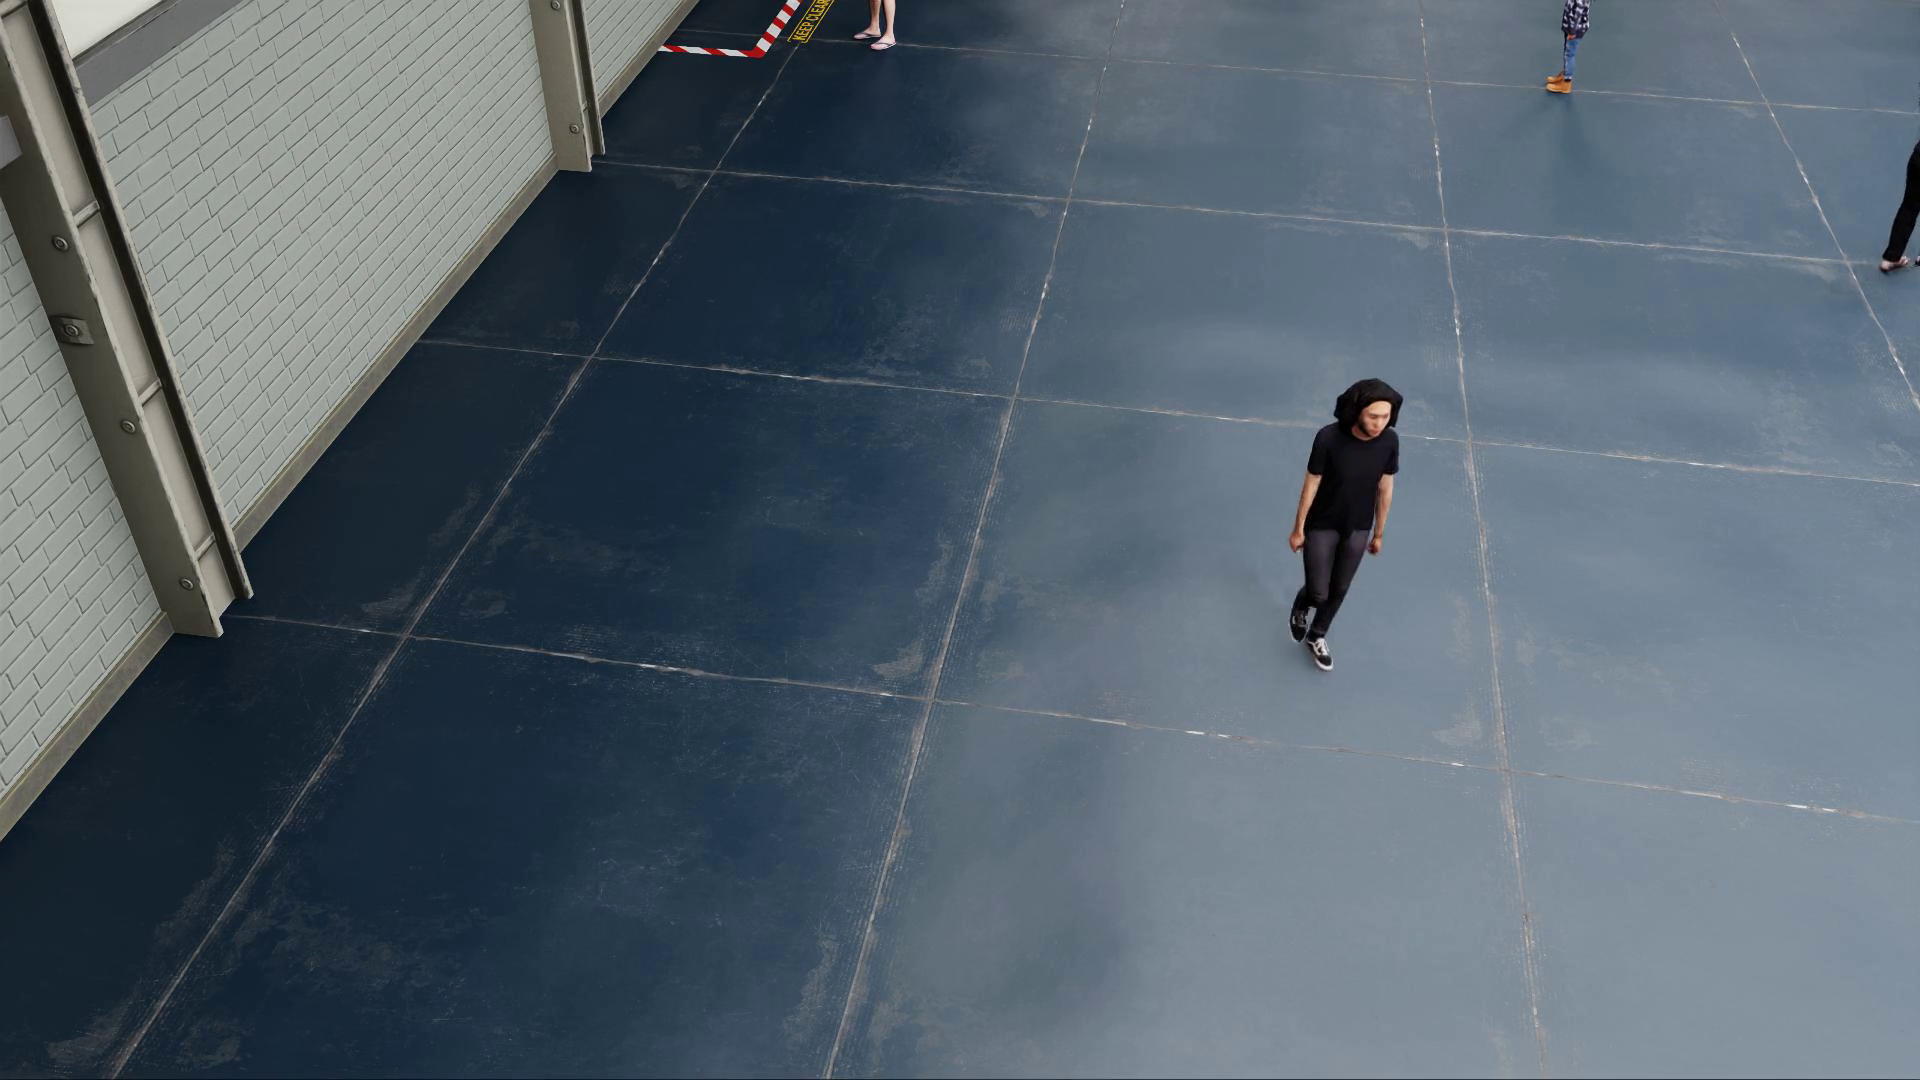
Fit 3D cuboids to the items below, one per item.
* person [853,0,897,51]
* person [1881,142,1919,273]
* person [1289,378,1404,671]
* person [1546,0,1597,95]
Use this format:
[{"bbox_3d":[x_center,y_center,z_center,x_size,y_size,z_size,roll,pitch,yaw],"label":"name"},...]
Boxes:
[{"bbox_3d":[-0.798,-5.576,15.653,0.788,1.830,0.721,-22,43,-26],"label":"person"},{"bbox_3d":[7.085,-2.678,12.137,0.935,1.599,0.880,-17,41,-21],"label":"person"},{"bbox_3d":[1.956,-0.148,8.722,0.758,1.822,0.789,-4,38,-5],"label":"person"},{"bbox_3d":[5.538,-4.650,14.941,0.575,1.249,0.452,11,39,14],"label":"person"}]
